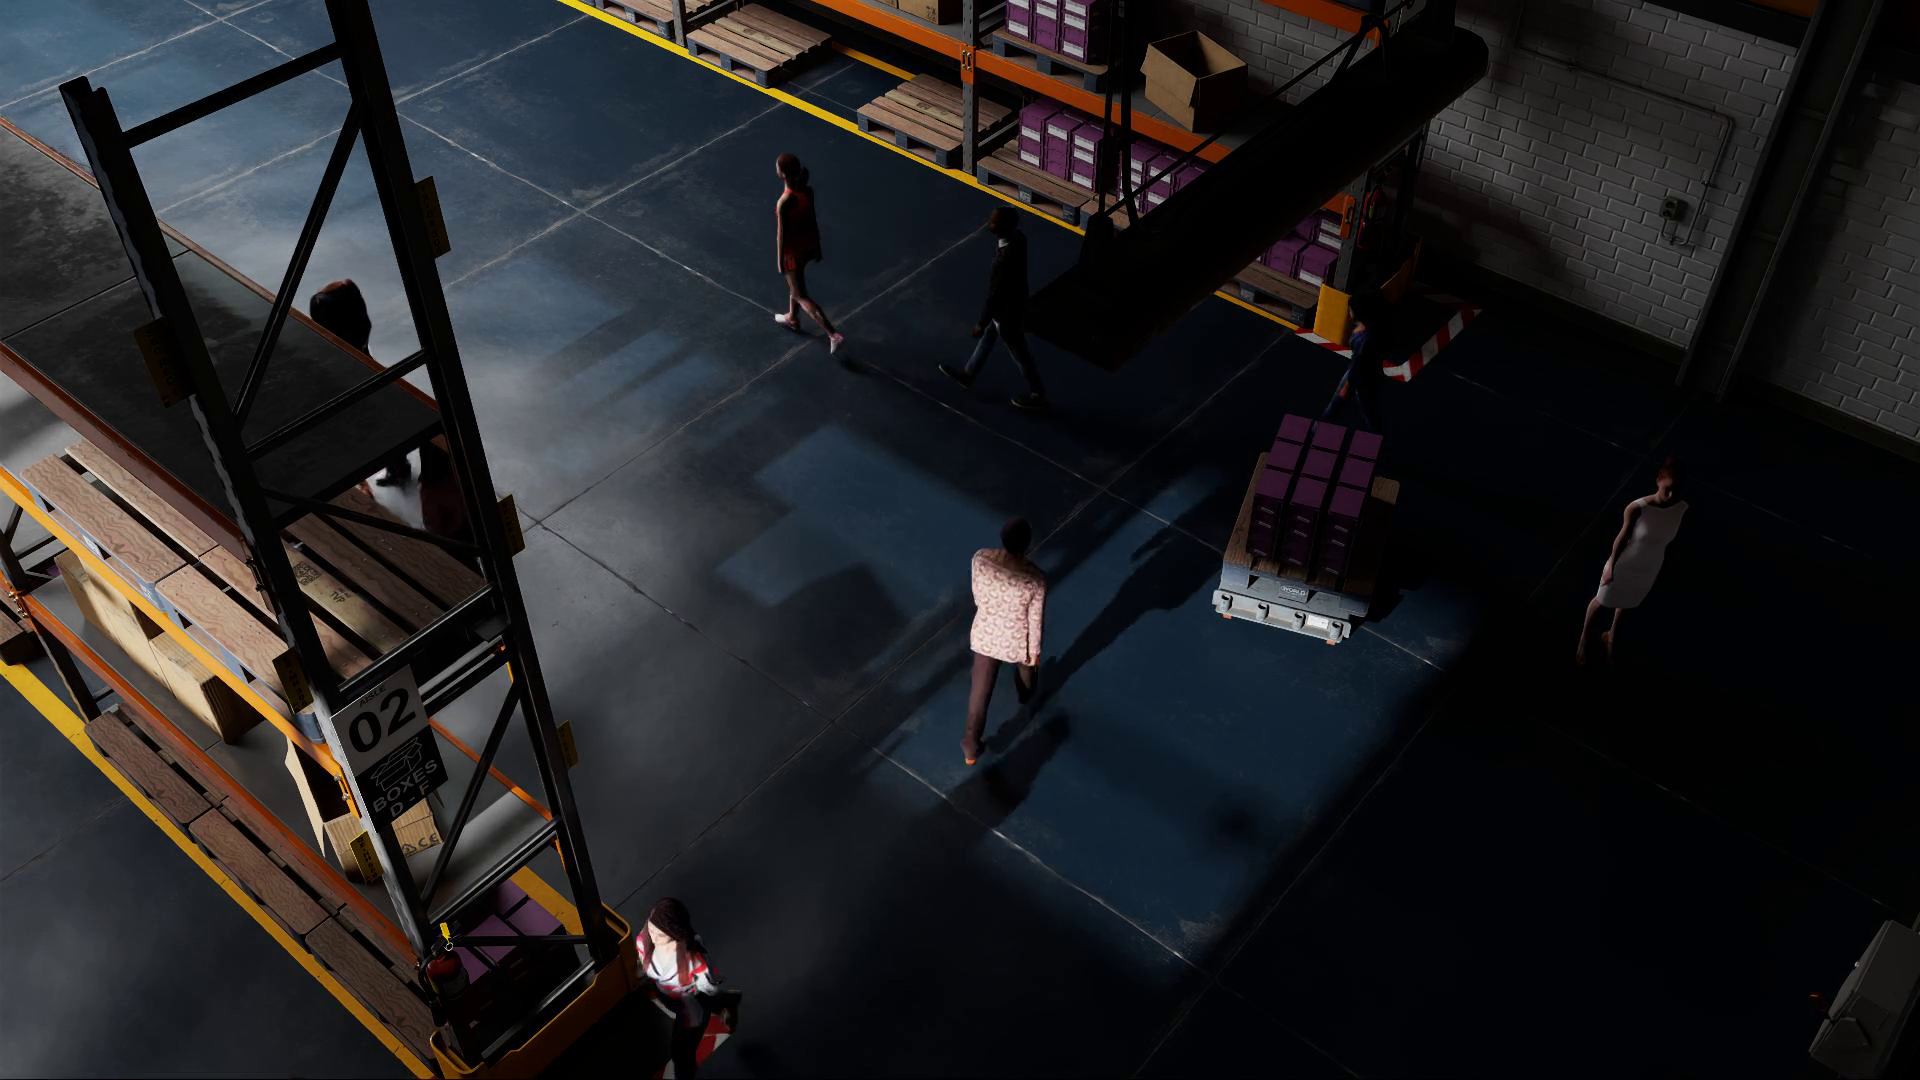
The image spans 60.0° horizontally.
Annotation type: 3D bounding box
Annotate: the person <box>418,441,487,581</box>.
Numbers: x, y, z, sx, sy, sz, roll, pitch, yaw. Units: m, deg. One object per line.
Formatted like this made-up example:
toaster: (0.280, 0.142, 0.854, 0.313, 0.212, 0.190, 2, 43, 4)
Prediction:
person: (-3.373, -0.029, 10.962, 0.737, 1.796, 0.721, 17, 46, 17)

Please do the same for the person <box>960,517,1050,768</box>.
person: (0.235, 0.650, 10.268, 1.248, 1.770, 1.056, 13, 45, 13)

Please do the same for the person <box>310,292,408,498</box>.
person: (-4.437, -1.084, 12.134, 0.613, 1.707, 0.559, -34, 53, -30)

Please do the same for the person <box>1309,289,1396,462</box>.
person: (3.077, -1.176, 12.316, 1.070, 1.589, 0.908, 11, 45, 11)

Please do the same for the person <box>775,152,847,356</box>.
person: (-1.236, -2.278, 13.379, 1.103, 1.719, 0.613, 27, 50, 25)

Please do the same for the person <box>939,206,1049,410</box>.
person: (0.463, -1.724, 12.757, 1.275, 1.774, 1.035, 10, 45, 11)

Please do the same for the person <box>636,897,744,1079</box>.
person: (-1.387, 2.309, 8.667, 1.069, 1.576, 0.832, 19, 47, 19)

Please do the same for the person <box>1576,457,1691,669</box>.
person: (4.361, 0.169, 10.758, 0.611, 1.791, 0.694, 0, 44, 0)

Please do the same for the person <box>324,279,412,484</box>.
person: (-4.350, -1.181, 12.210, 0.731, 1.743, 0.625, -14, 45, -14)
